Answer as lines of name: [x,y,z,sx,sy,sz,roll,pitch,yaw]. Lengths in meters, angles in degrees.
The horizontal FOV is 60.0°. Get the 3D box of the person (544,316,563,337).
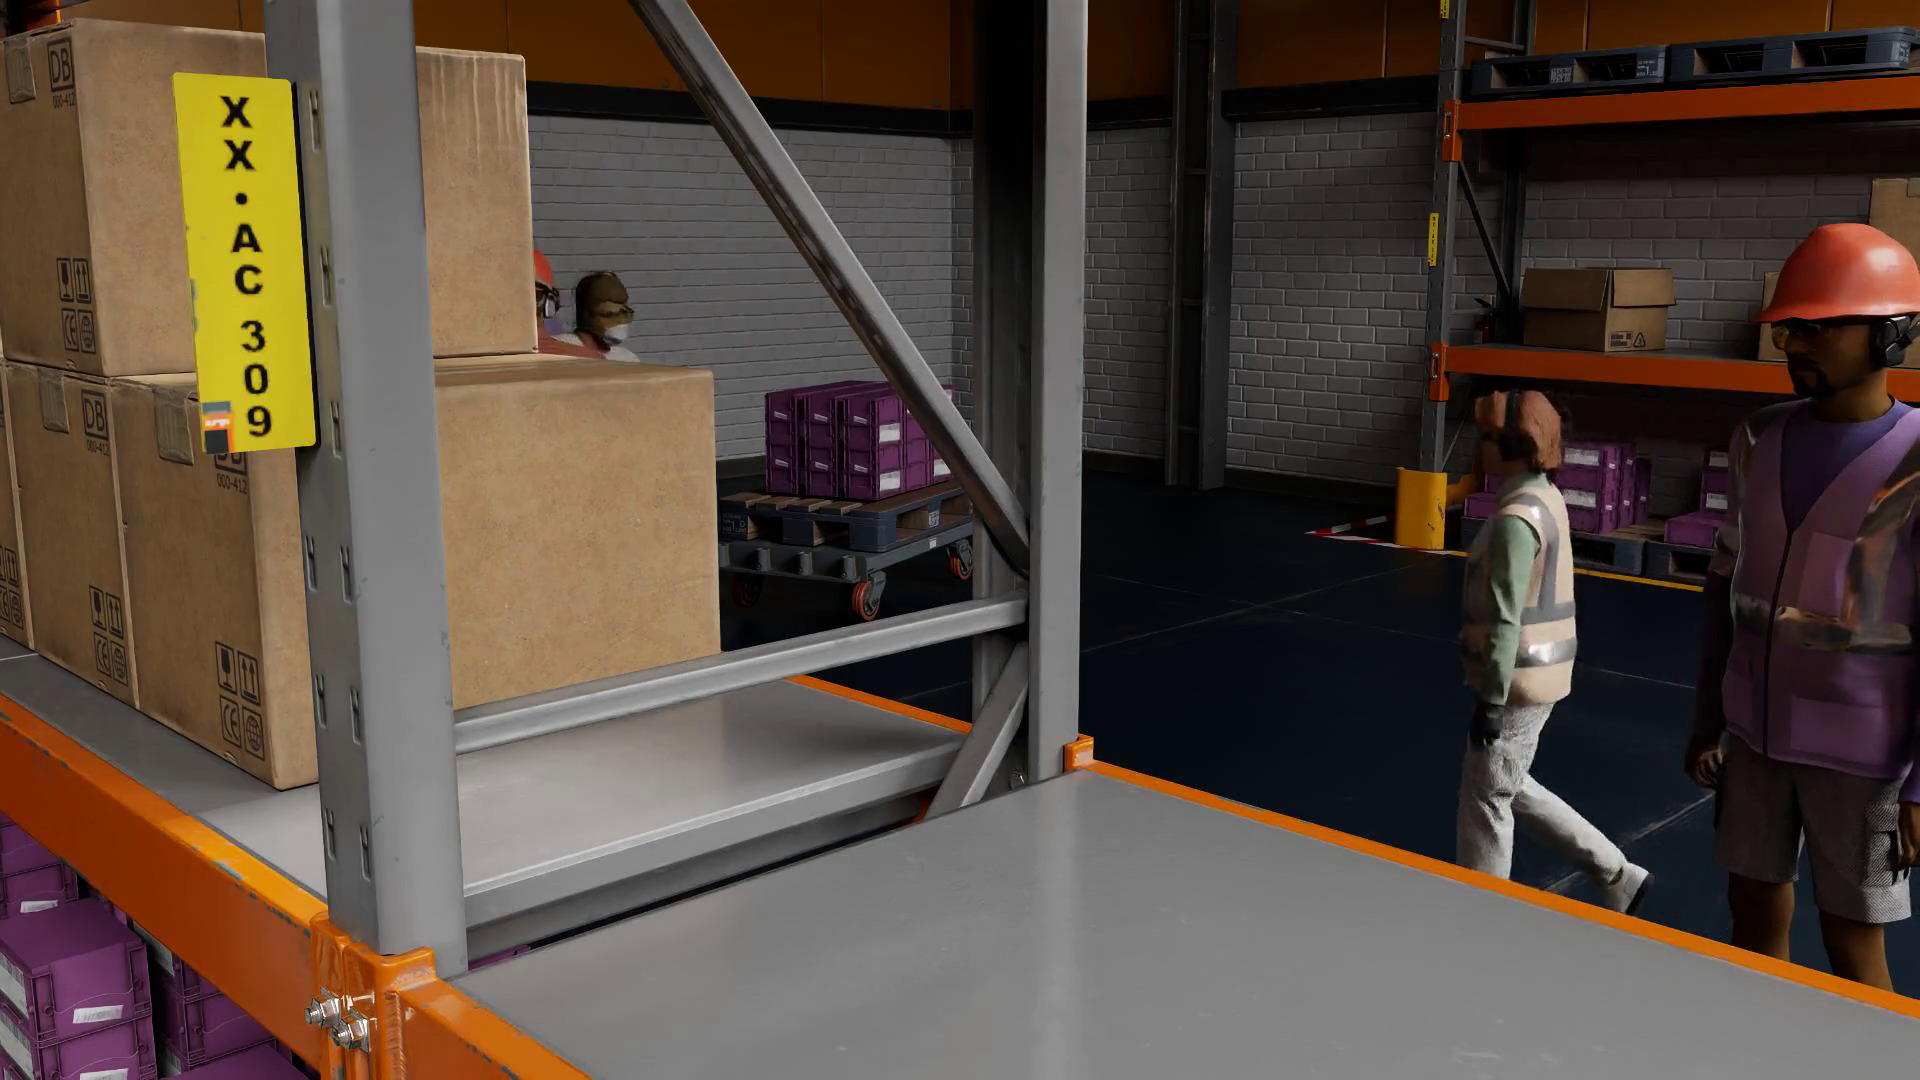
person: [-2.654,-0.708,9.822,0.686,1.877,0.784,-3,11,-14]

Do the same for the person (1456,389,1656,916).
person: [1.575,0.402,4.514,0.564,1.622,0.517,5,11,24]

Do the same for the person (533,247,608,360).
person: [-1.501,-0.042,5.901,0.611,1.994,0.379,-5,11,-24]

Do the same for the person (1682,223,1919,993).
person: [1.730,0.394,3.389,0.374,2.043,0.614,-4,11,-22]

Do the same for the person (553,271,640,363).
person: [-1.518,-0.136,6.732,0.766,1.877,0.645,5,11,25]
